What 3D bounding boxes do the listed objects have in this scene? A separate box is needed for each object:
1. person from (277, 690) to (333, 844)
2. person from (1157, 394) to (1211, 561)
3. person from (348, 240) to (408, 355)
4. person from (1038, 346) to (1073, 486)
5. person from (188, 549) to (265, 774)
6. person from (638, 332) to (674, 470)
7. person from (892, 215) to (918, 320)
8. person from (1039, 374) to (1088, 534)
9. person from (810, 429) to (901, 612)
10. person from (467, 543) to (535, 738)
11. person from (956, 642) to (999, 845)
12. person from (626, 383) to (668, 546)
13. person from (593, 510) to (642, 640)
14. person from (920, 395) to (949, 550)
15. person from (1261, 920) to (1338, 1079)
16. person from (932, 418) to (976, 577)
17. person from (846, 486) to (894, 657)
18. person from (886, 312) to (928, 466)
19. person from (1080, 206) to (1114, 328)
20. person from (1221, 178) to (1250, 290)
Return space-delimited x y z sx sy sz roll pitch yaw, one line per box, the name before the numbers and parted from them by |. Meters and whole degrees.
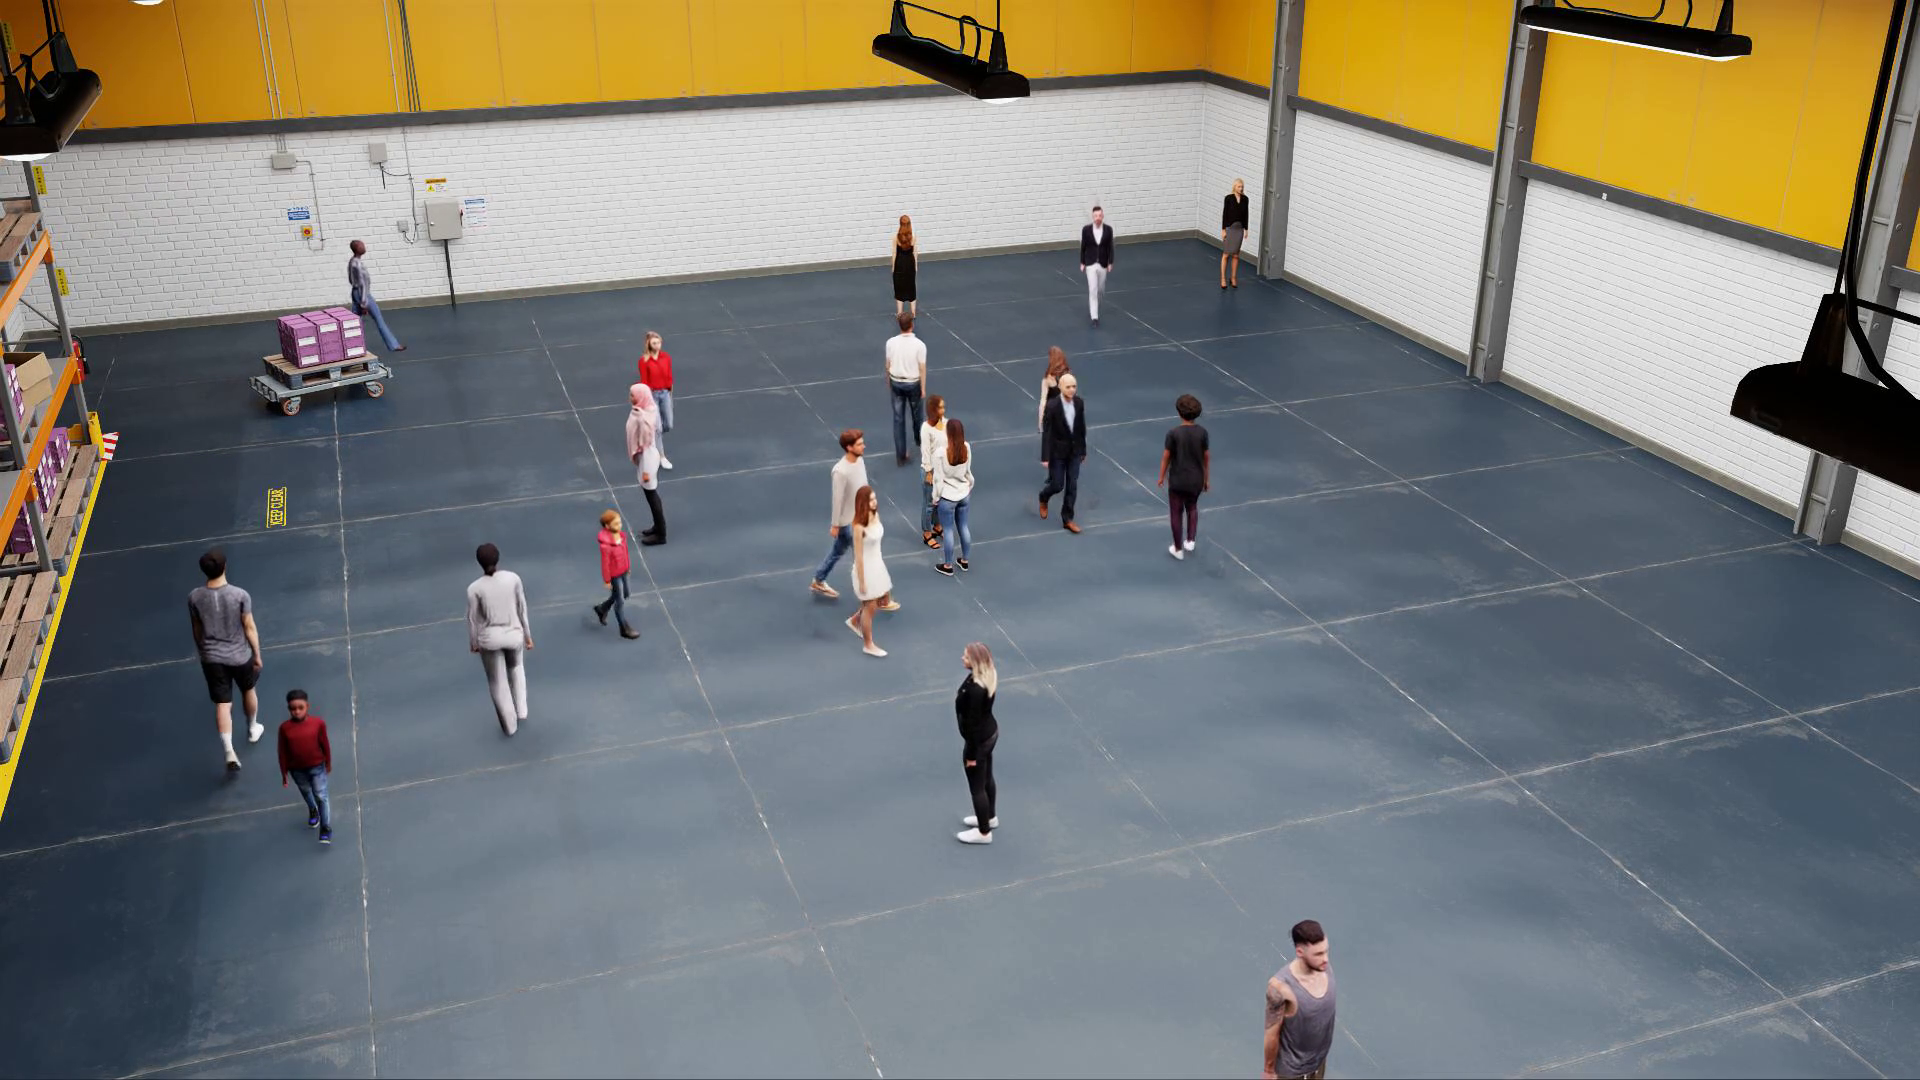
person | -5.039 1.694 12.823 0.565 1.229 0.865 -6 24 -13
person | 2.394 -0.623 17.458 0.694 1.762 0.640 -6 24 -13
person | -8.632 -3.377 23.787 0.978 1.738 1.208 -18 29 -35
person | 1.162 -1.371 19.202 0.600 1.735 0.815 -9 25 -19
person | -6.024 1.009 13.623 0.787 1.843 1.199 -6 24 -13
person | -3.675 -1.698 20.004 0.747 1.692 0.861 -17 29 -34
person | -0.865 -4.261 25.955 0.550 1.623 0.551 -8 25 -17
person | 1.113 -0.983 18.250 0.752 1.787 0.918 -12 26 -26
person | -1.171 -0.198 16.380 1.228 1.847 1.251 8 25 17
person | -3.866 0.872 14.088 0.718 1.722 0.695 -13 27 -28
person | 0.170 1.532 12.630 0.758 1.682 0.655 6 24 12
person | -3.344 -0.826 17.876 0.722 1.800 0.571 -3 24 -7
person | -3.328 0.313 15.885 0.829 1.307 0.782 10 25 21
person | -0.273 -0.760 17.873 0.728 1.681 0.695 14 27 29
person | 1.914 2.914 9.468 0.690 1.842 0.657 -16 28 -32
person | -0.064 -0.454 17.163 0.661 1.689 0.617 -14 27 -30
person | -0.918 0.274 15.482 0.853 1.701 0.784 13 27 27
person | -0.692 -1.800 20.077 1.076 1.821 1.233 5 24 12
person | 2.102 -4.253 25.690 0.882 1.820 1.141 0 24 -1
person | 4.522 -5.077 27.548 0.628 1.841 0.574 -5 24 -12
